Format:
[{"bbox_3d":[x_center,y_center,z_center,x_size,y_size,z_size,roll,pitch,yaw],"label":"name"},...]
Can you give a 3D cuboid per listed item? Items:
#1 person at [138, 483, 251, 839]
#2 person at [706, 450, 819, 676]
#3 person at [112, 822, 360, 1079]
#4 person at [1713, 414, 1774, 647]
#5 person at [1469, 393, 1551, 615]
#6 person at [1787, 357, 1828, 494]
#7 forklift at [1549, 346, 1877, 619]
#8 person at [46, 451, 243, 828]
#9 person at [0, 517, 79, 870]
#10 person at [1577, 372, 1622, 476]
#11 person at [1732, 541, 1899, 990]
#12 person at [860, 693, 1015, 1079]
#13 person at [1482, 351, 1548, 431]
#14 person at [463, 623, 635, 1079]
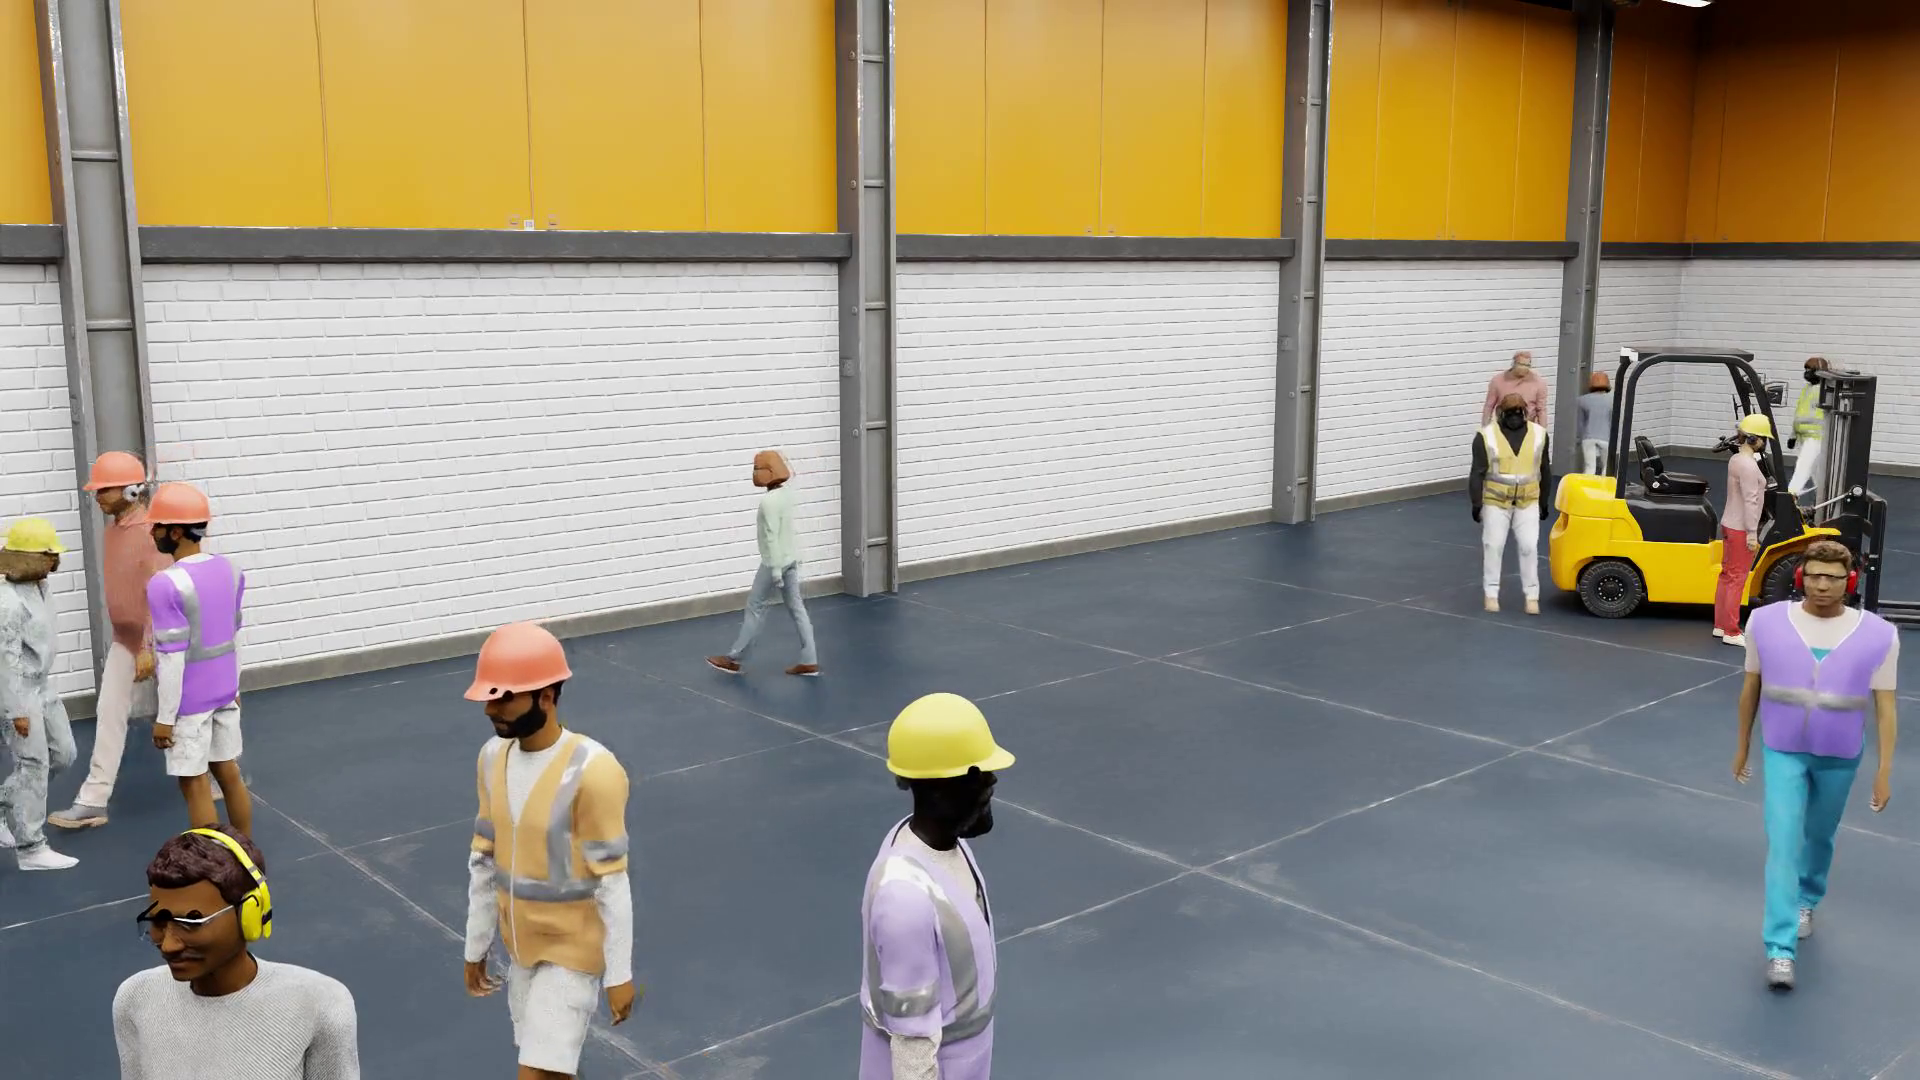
[{"bbox_3d":[-3.464,0.703,7.523,0.359,1.937,0.552,2,10,12],"label":"person"},{"bbox_3d":[-1.373,0.170,11.651,0.836,1.596,0.507,3,10,15],"label":"person"},{"bbox_3d":[-1.423,1.458,3.303,0.535,1.869,0.312,1,10,3],"label":"person"},{"bbox_3d":[5.945,-0.077,12.608,0.317,1.765,0.522,2,10,11],"label":"person"},{"bbox_3d":[4.541,-0.307,13.754,0.663,1.829,0.458,1,10,7],"label":"person"},{"bbox_3d":[9.510,-1.152,18.788,0.917,1.798,0.642,1,10,3],"label":"person"},{"bbox_3d":[6.109,-0.478,13.691,2.313,2.155,1.214,3,10,16],"label":"forklift"},{"bbox_3d":[-4.276,0.503,8.706,0.623,1.948,1.018,6,11,31],"label":"person"},{"bbox_3d":[-4.463,0.740,7.929,0.515,1.719,0.526,-2,10,-11],"label":"person"},{"bbox_3d":[7.431,-1.151,19.347,0.528,1.594,0.706,5,11,26],"label":"person"},{"bbox_3d":[3.532,0.883,6.889,0.580,1.797,1.000,5,11,25],"label":"person"},{"bbox_3d":[-0.054,1.308,4.004,0.361,1.930,0.589,1,10,4],"label":"person"},{"bbox_3d":[6.408,-1.254,19.258,0.740,1.854,0.907,4,11,23],"label":"person"},{"bbox_3d":[-1.239,1.183,4.774,0.565,1.914,0.586,8,12,37],"label":"person"}]
